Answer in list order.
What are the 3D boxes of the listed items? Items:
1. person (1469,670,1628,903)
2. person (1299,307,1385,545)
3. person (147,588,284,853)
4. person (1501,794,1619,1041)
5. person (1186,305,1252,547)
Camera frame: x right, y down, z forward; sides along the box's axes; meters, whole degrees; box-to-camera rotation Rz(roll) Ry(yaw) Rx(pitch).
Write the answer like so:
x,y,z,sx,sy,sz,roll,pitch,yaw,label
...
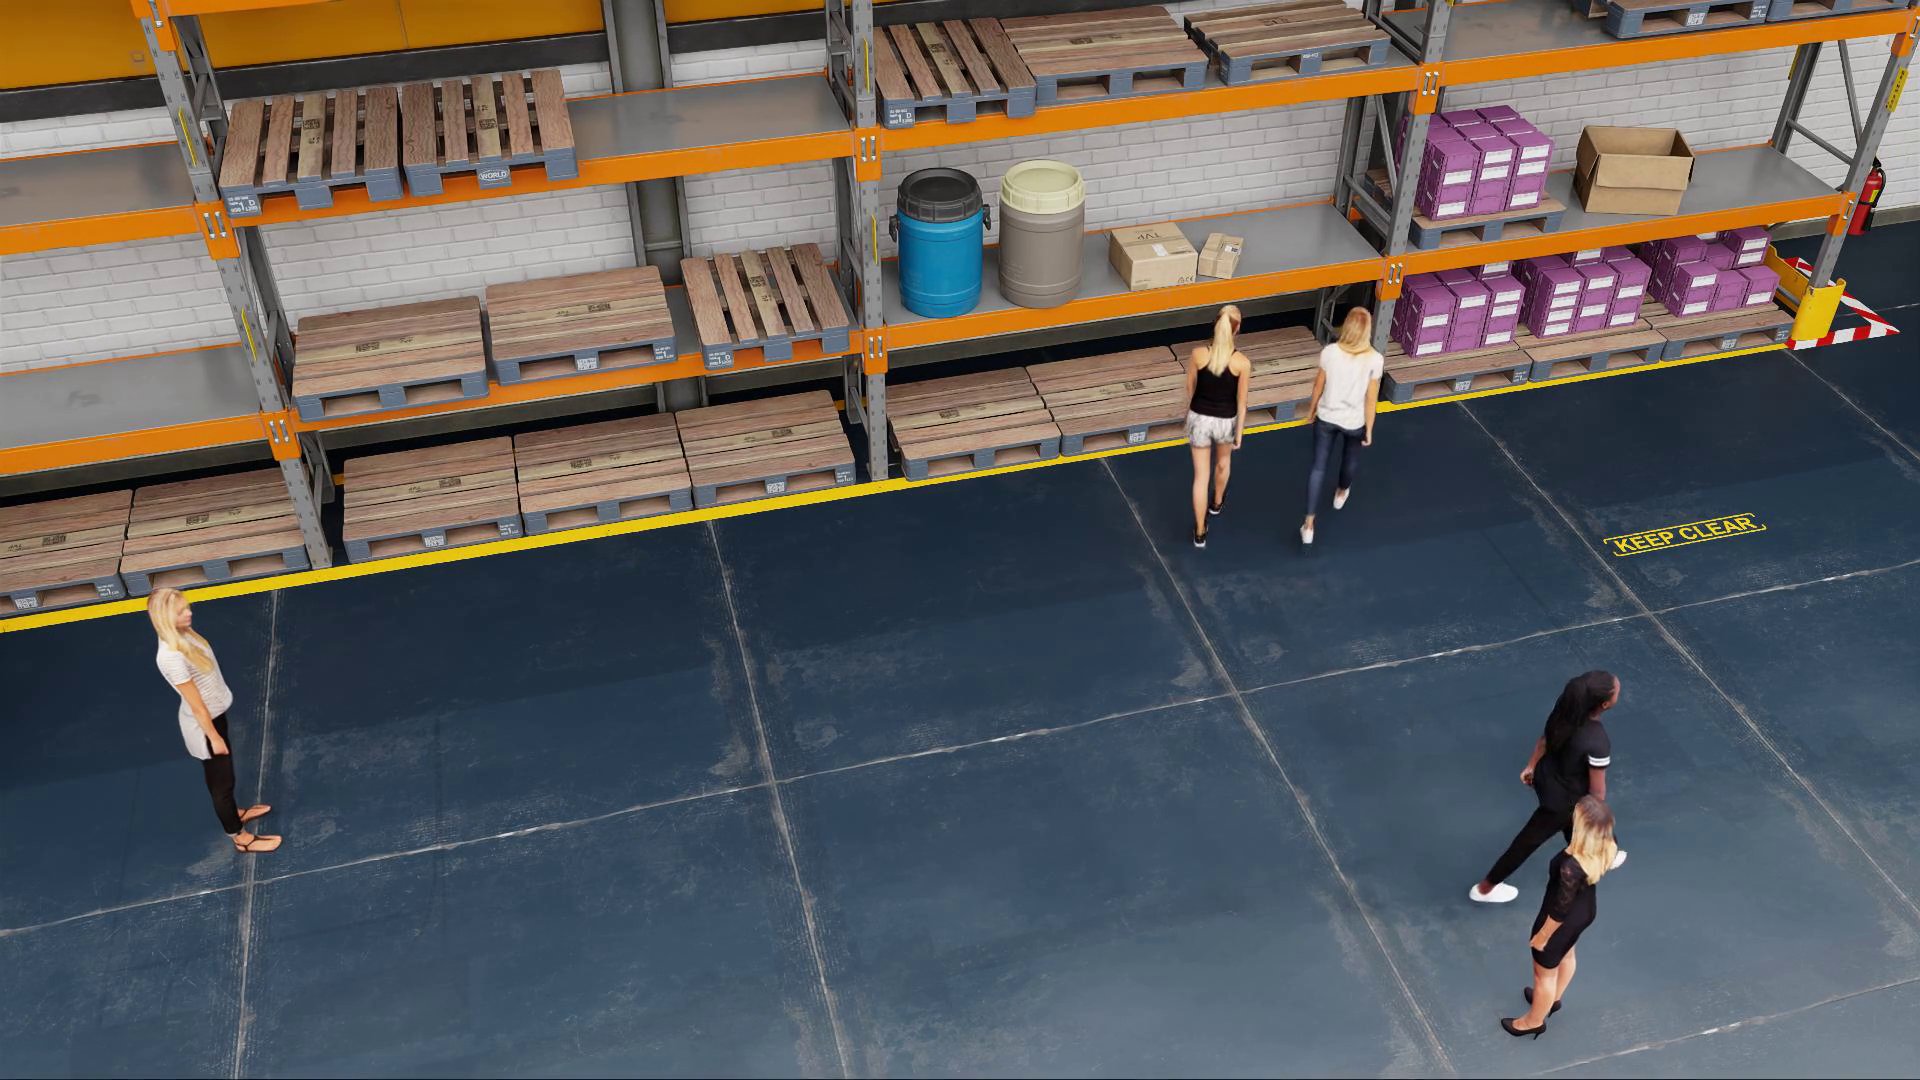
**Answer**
x,y,z,sx,sy,sz,roll,pitch,yaw,label
3.103,1.363,8.817,1.167,1.689,0.736,-5,39,-6,person
2.585,-0.754,11.398,1.094,1.776,1.049,12,40,14,person
-4.168,0.998,9.166,0.597,1.824,0.649,-18,42,-21,person
2.977,1.867,8.196,0.558,1.675,0.674,-32,48,-33,person
1.710,-0.752,11.355,0.908,1.825,0.880,9,39,11,person
